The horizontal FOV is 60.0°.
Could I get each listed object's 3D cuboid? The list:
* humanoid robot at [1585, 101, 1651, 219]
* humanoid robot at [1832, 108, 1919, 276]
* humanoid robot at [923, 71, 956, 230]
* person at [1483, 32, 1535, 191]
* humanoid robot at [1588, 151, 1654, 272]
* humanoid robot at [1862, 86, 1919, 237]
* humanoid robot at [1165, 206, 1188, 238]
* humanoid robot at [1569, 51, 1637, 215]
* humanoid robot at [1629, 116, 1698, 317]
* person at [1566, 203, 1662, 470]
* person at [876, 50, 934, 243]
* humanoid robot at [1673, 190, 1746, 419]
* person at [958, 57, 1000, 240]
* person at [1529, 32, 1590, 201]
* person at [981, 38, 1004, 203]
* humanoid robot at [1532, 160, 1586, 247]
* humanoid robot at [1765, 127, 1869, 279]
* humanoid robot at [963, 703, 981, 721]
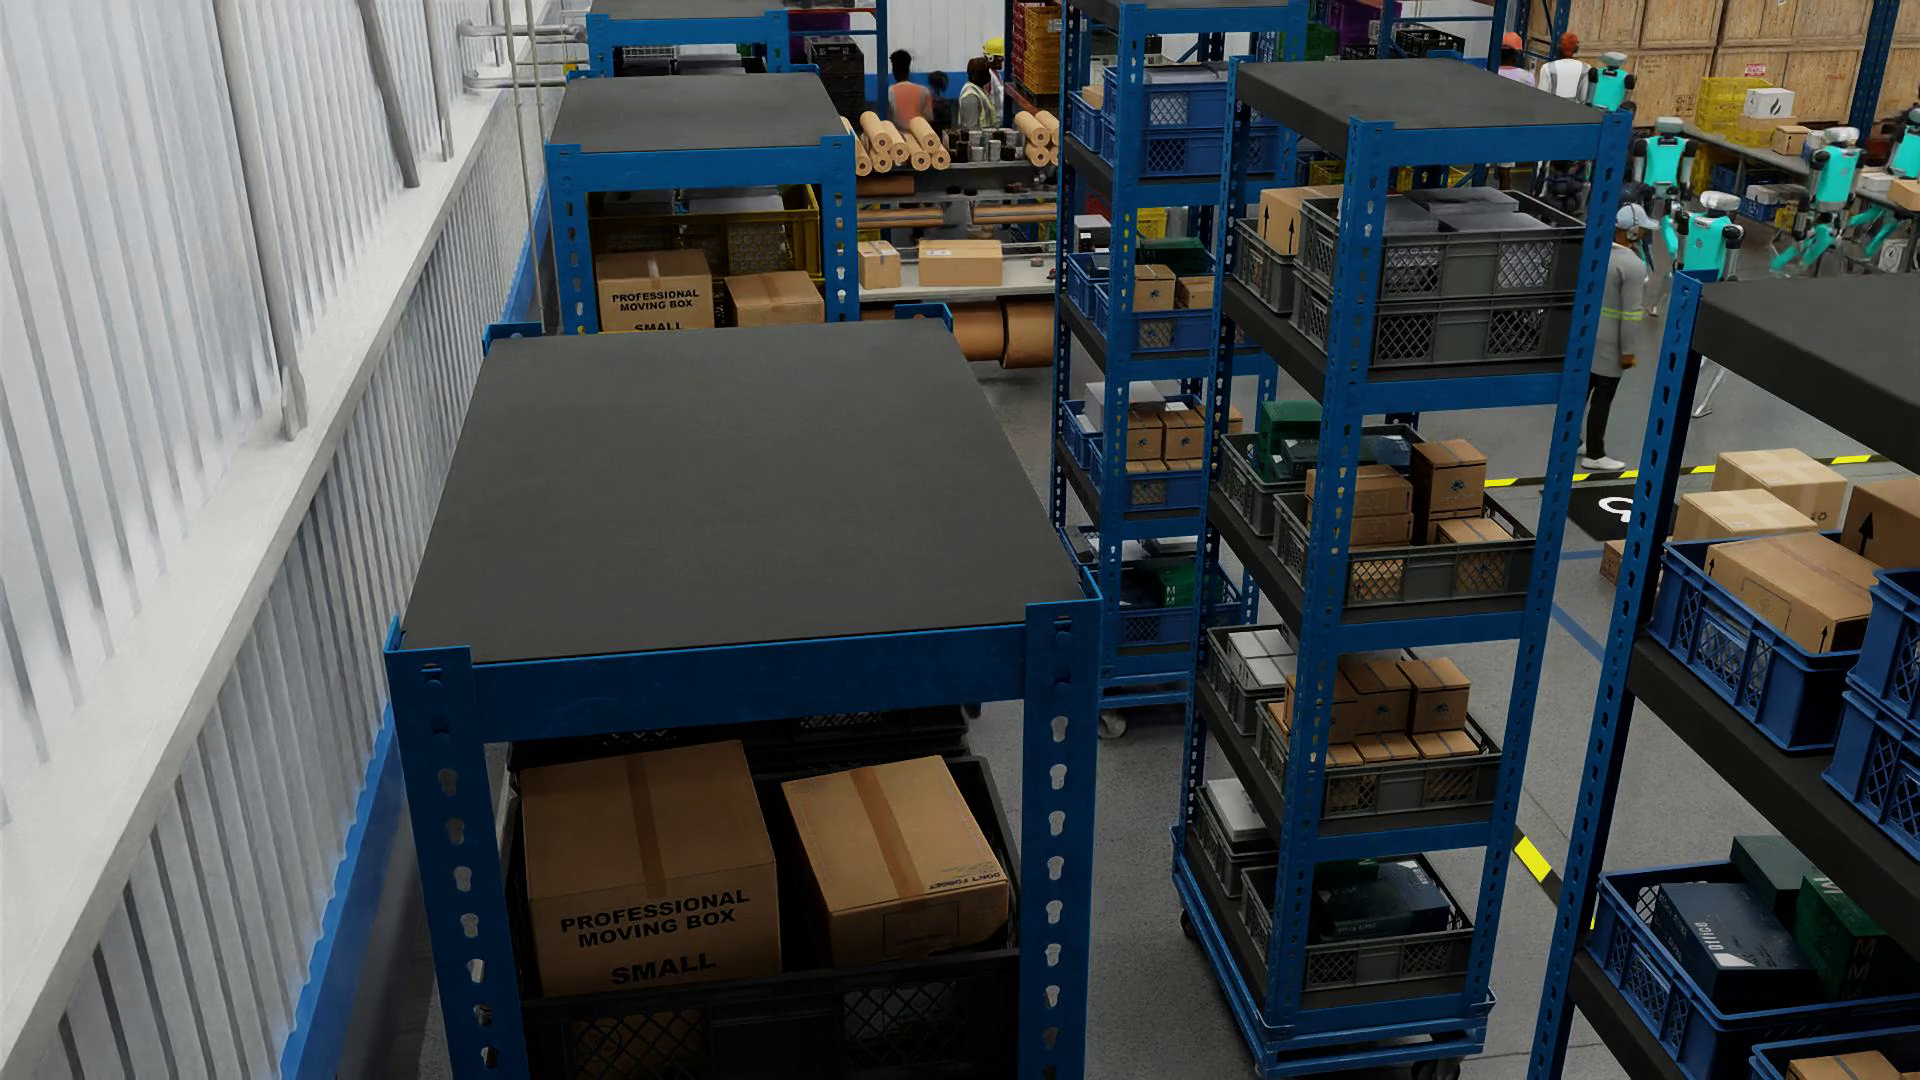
[{"bbox_3d":[6.334,-3.380,15.958,0.612,1.649,0.313,16,29,31],"label":"humanoid robot"},{"bbox_3d":[8.389,-3.048,15.199,1.028,1.737,0.538,-4,25,-10],"label":"humanoid robot"},{"bbox_3d":[-0.265,-4.102,17.528,0.325,1.651,0.603,-14,28,-28],"label":"humanoid robot"},{"bbox_3d":[5.659,-4.285,17.504,0.610,2.032,0.398,7,26,14],"label":"person"},{"bbox_3d":[5.480,-2.429,13.903,0.604,1.645,0.526,-1,25,-2],"label":"humanoid robot"},{"bbox_3d":[9.733,-3.855,17.033,0.612,1.626,0.746,-5,25,-11],"label":"humanoid robot"},{"bbox_3d":[2.174,-3.758,16.845,0.543,1.895,0.742,-5,25,-11],"label":"humanoid robot"},{"bbox_3d":[6.790,-4.305,17.894,0.673,1.796,0.559,-21,32,-38],"label":"humanoid robot"},{"bbox_3d":[6.112,-2.735,14.510,0.530,1.775,0.868,3,25,7],"label":"humanoid robot"},{"bbox_3d":[4.474,-1.399,11.447,0.395,1.850,0.589,-6,25,-12],"label":"person"},{"bbox_3d":[-0.562,-4.074,17.219,0.589,1.899,1.091,-13,28,-26],"label":"person"},{"bbox_3d":[5.554,-1.737,12.157,0.735,1.677,0.533,-11,27,-23],"label":"humanoid robot"},{"bbox_3d":[0.194,-4.055,17.231,0.429,1.844,0.626,2,25,4],"label":"person"},{"bbox_3d":[6.667,-4.684,18.547,0.583,1.882,0.337,-2,25,-3],"label":"person"},{"bbox_3d":[0.333,-4.716,18.706,0.419,1.815,0.580,4,25,9],"label":"person"},{"bbox_3d":[5.664,-3.285,15.747,0.601,1.644,0.330,-11,27,-22],"label":"humanoid robot"},{"bbox_3d":[7.347,-2.715,14.564,0.540,1.883,0.768,-7,26,-15],"label":"humanoid robot"},{"bbox_3d":[-0.007,0.259,8.039,0.591,1.645,0.459,-5,25,-12],"label":"humanoid robot"}]
